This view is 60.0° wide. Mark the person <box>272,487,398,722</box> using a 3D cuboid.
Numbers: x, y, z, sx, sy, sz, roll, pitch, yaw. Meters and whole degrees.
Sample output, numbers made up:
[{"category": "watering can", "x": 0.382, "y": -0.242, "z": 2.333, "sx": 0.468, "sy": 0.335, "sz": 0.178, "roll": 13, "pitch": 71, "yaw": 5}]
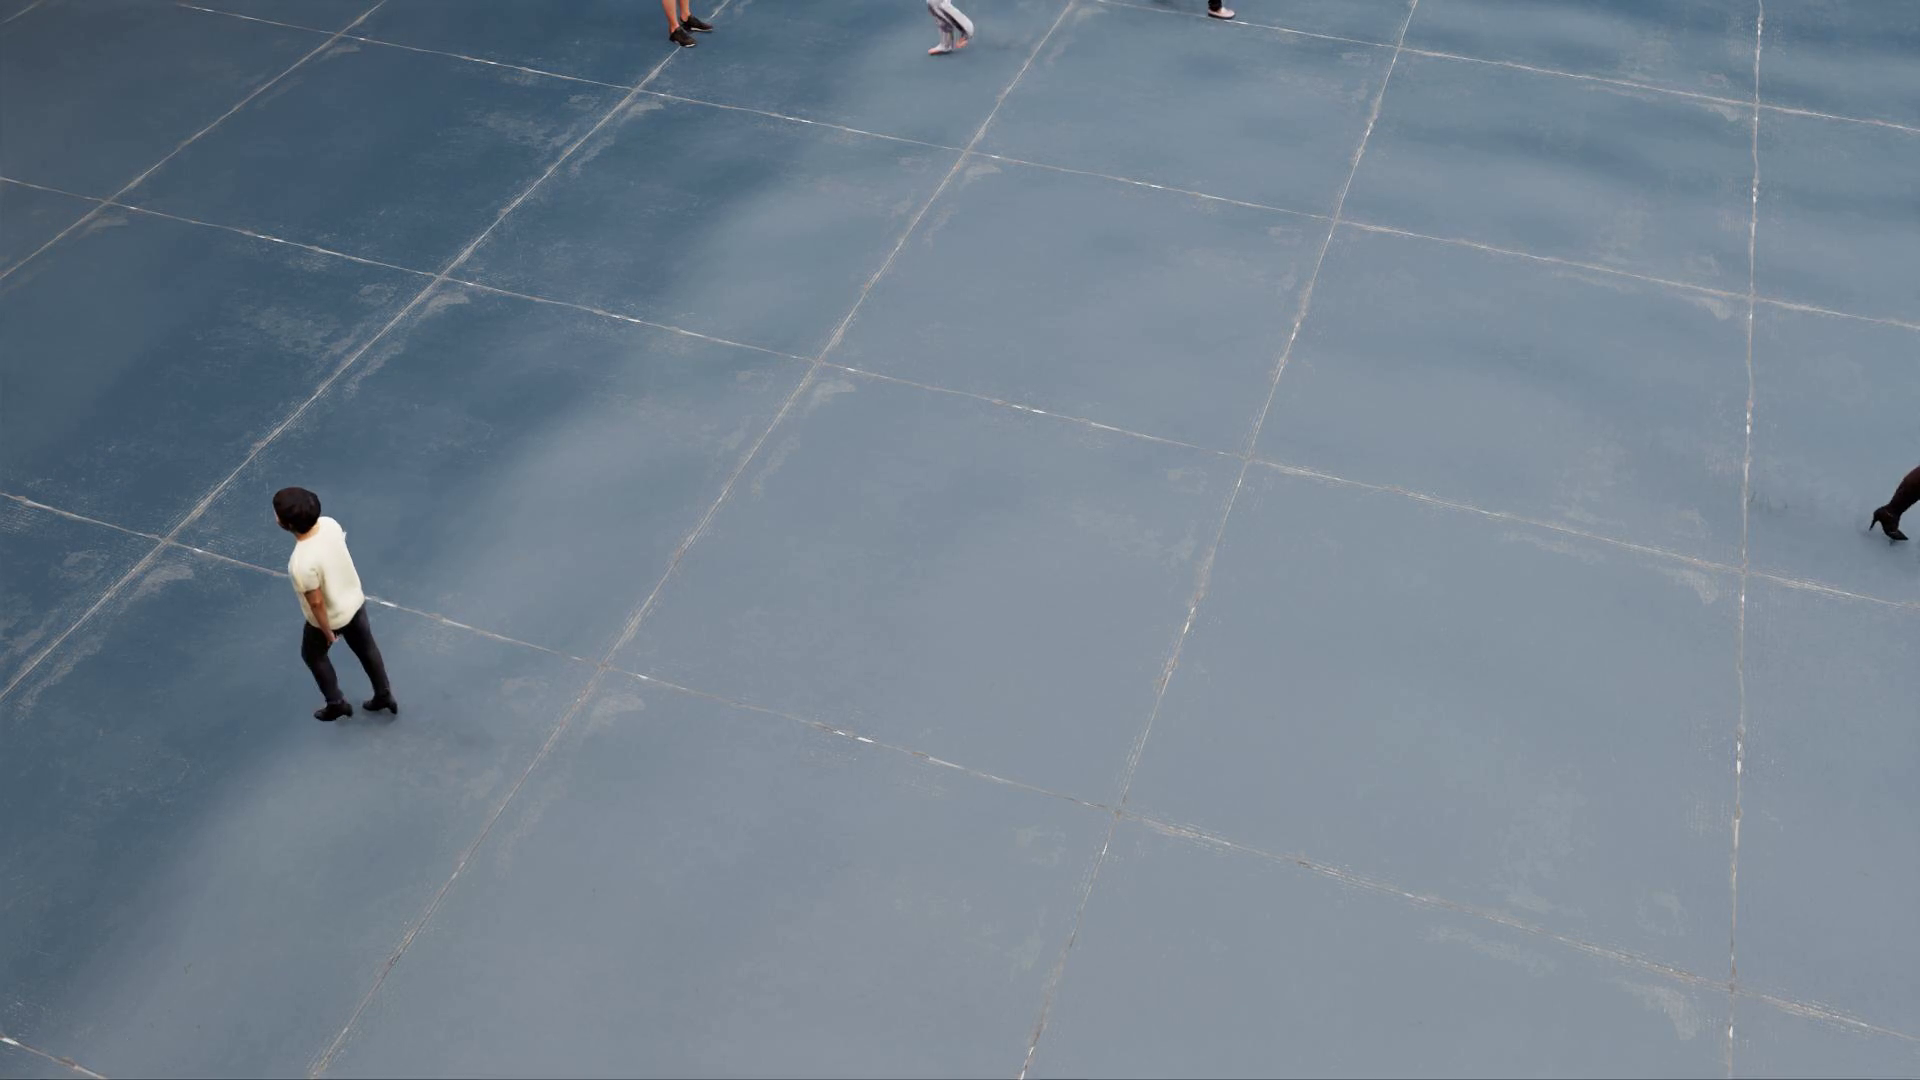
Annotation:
[{"category": "person", "x": -3.142, "y": 0.364, "z": 8.527, "sx": 0.670, "sy": 1.576, "sz": 0.623, "roll": 9, "pitch": 44, "yaw": 10}]

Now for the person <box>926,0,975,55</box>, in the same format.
[{"category": "person", "x": -0.060, "y": -4.948, "z": 14.081, "sx": 0.859, "sy": 1.760, "sz": 0.798, "roll": -17, "pitch": 46, "yaw": -17}]

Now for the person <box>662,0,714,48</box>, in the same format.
[{"category": "person", "x": -2.462, "y": -5.234, "z": 14.313, "sx": 0.604, "sy": 1.861, "sz": 0.685, "roll": 17, "pitch": 46, "yaw": 18}]
